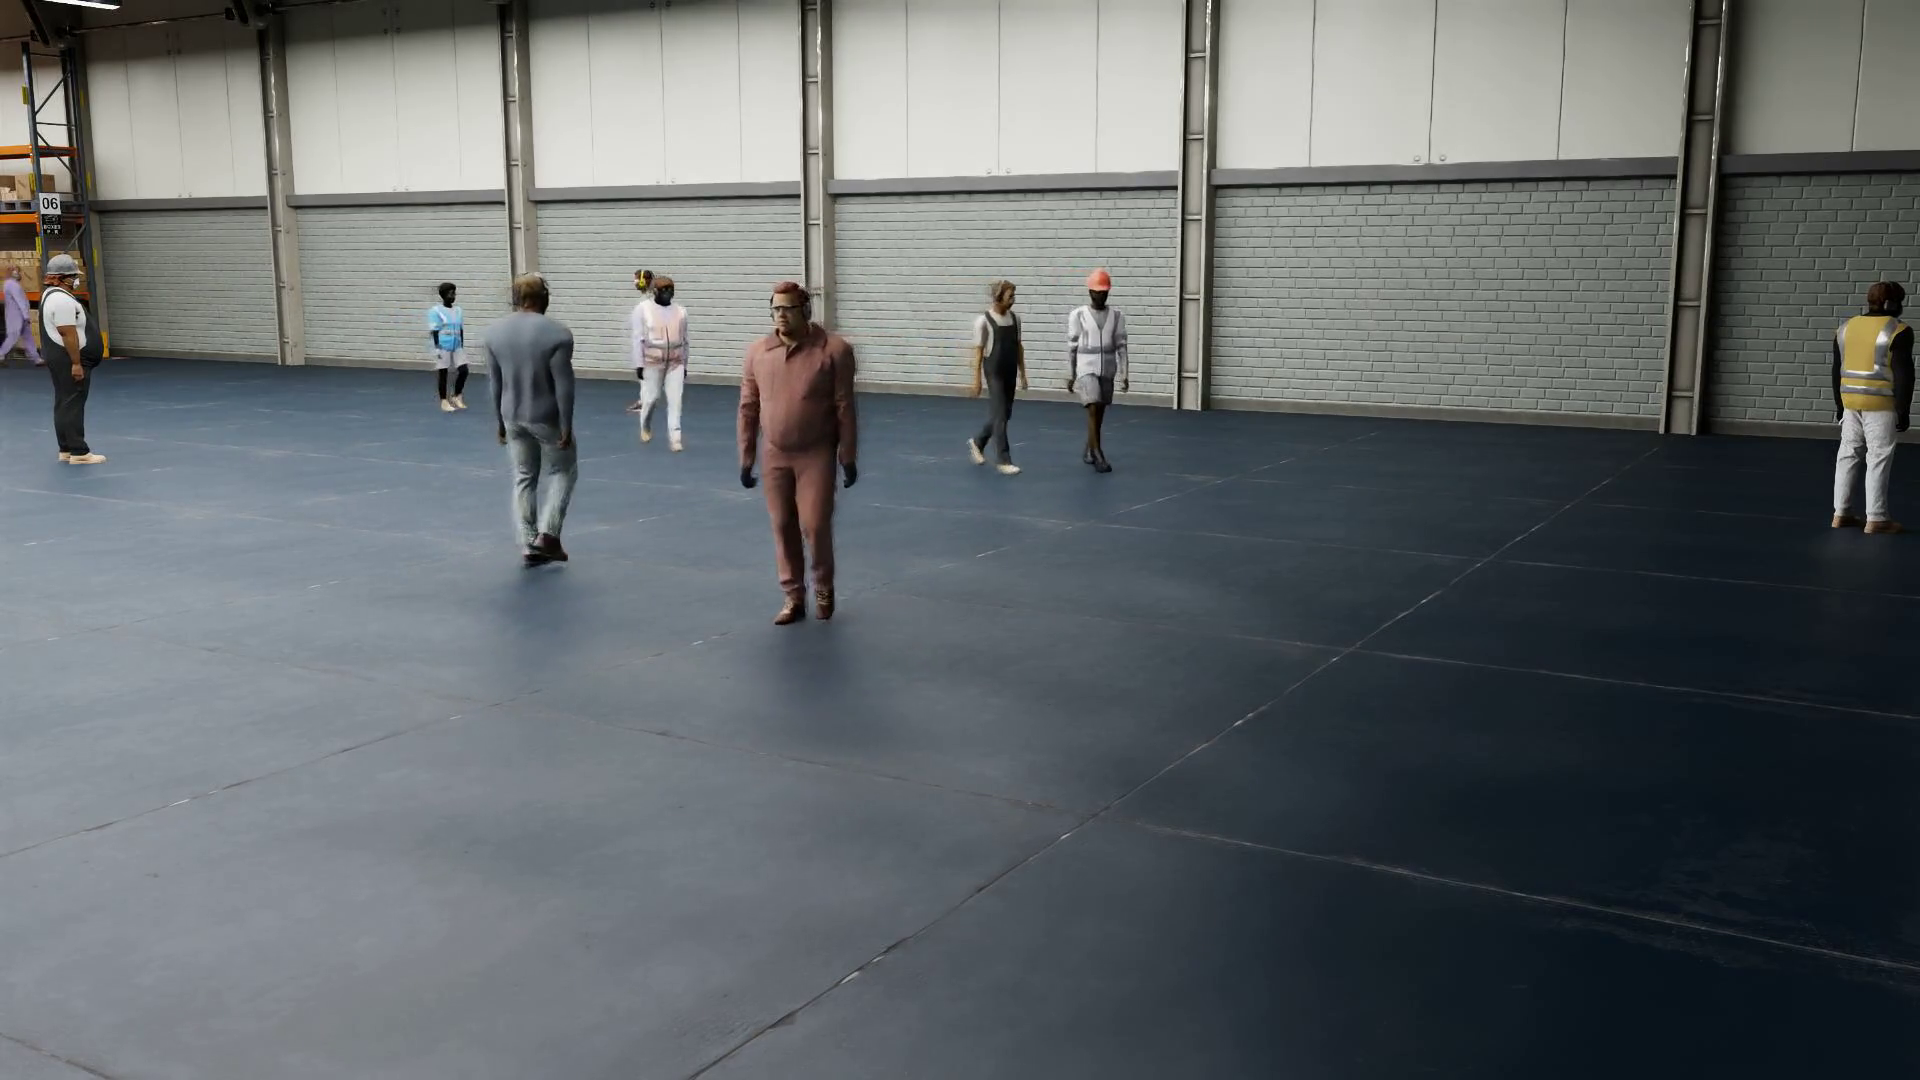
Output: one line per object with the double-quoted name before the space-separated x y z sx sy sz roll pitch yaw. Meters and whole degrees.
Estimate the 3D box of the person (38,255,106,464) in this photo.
"person" -8.674 -1.767 16.282 0.538 2.000 0.688 -9 13 -41

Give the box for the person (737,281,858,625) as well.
"person" -0.899 -0.460 9.077 0.671 1.888 0.436 3 10 14

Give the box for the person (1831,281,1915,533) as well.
"person" 6.723 -0.973 12.227 0.429 1.839 0.633 -4 10 -20

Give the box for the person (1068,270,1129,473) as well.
"person" 1.309 -1.619 15.875 0.559 1.895 0.980 -2 10 -12

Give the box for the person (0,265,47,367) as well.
"person" -17.235 -4.088 30.377 0.928 1.871 0.645 -5 11 -28

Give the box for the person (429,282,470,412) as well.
"person" -6.604 -2.484 21.507 0.424 1.678 0.549 7 12 35

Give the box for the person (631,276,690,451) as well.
"person" -3.128 -1.852 17.417 0.633 1.826 0.699 -5 11 -26

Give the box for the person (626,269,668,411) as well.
"person" -4.050 -2.598 21.684 0.628 1.854 0.542 0 10 -2

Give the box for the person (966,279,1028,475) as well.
"person" 0.346 -1.554 15.708 0.514 1.811 0.876 -8 13 -40

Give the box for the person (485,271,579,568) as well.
"person" -2.753 -0.770 10.799 0.633 1.928 0.429 2 10 12
